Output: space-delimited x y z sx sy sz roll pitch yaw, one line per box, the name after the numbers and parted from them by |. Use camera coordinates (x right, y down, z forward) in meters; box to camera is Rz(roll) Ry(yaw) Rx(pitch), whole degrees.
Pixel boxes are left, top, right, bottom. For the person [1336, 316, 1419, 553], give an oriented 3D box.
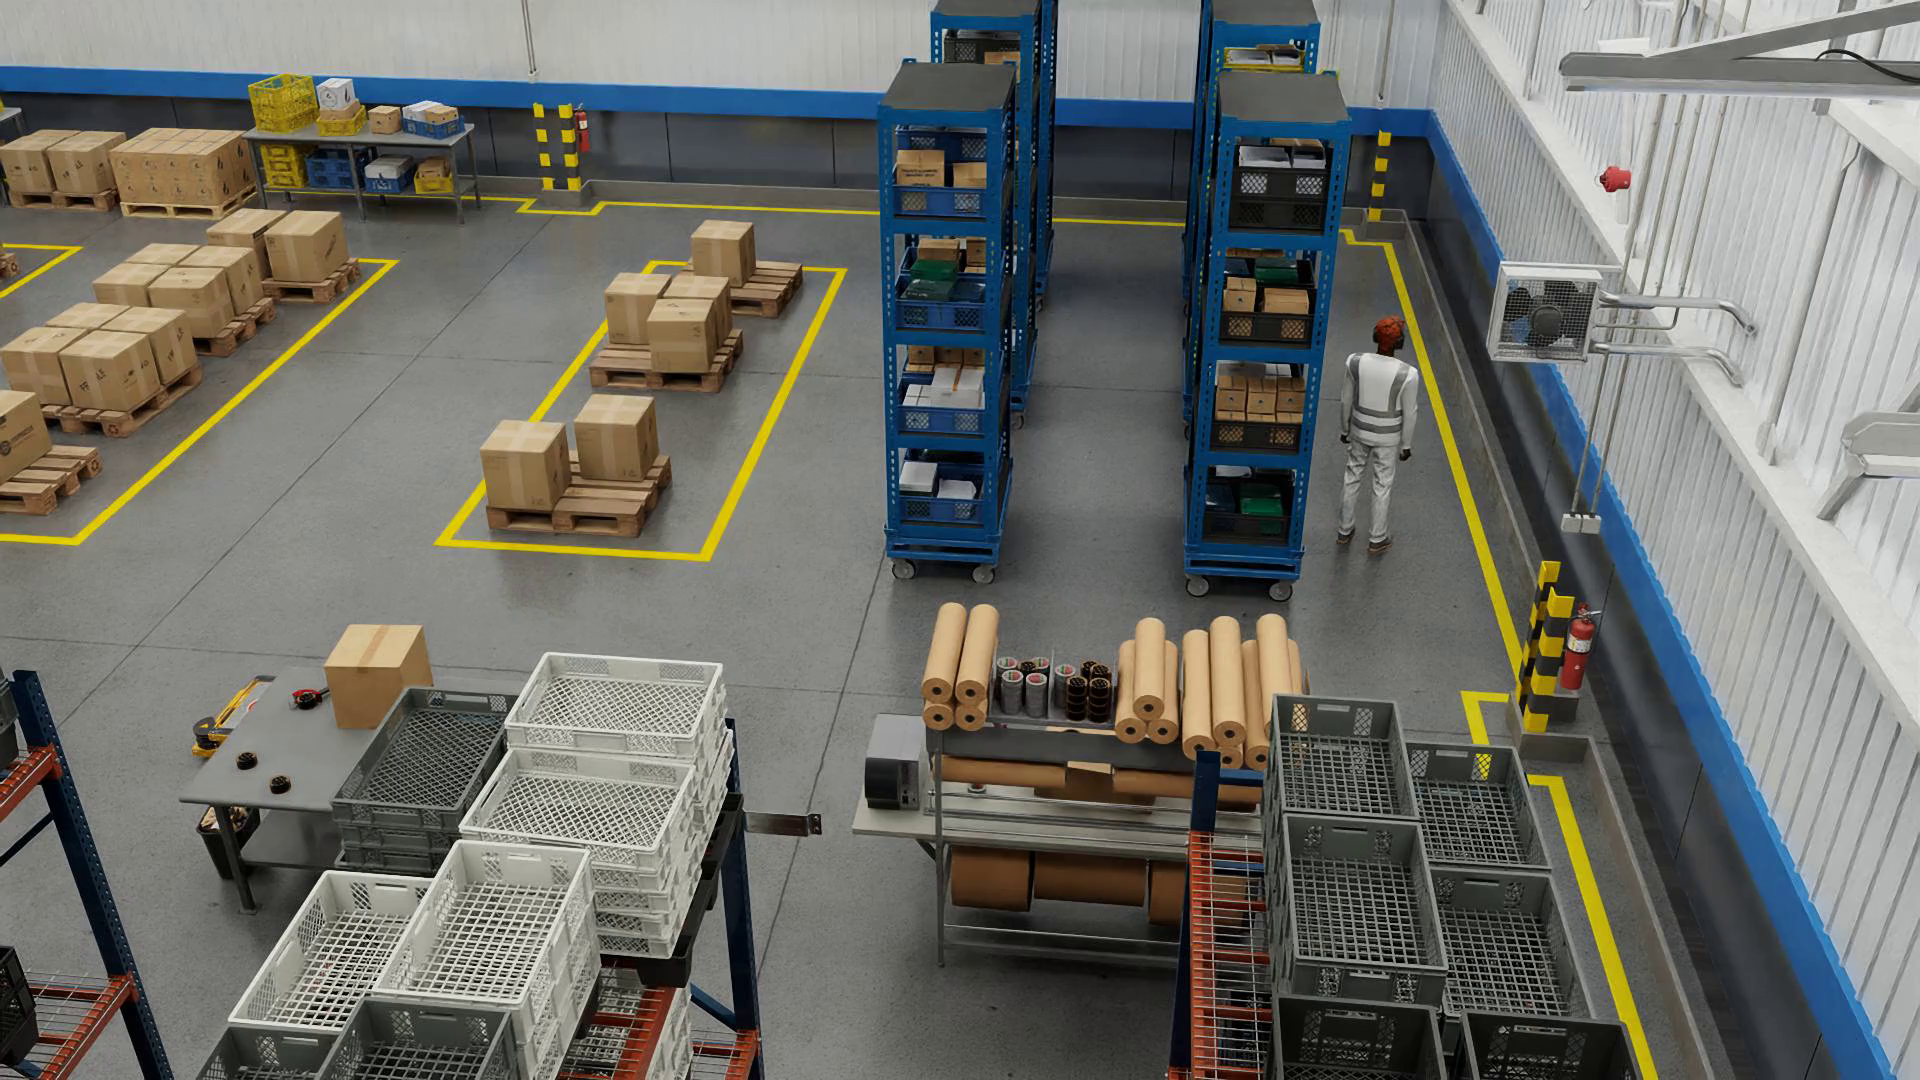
3.104 -0.783 12.415 0.573 1.882 0.356 18 35 28 | person

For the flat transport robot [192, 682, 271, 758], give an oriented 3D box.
-4.089 1.163 10.648 1.431 0.197 0.652 3 30 6 | flat transport robot
